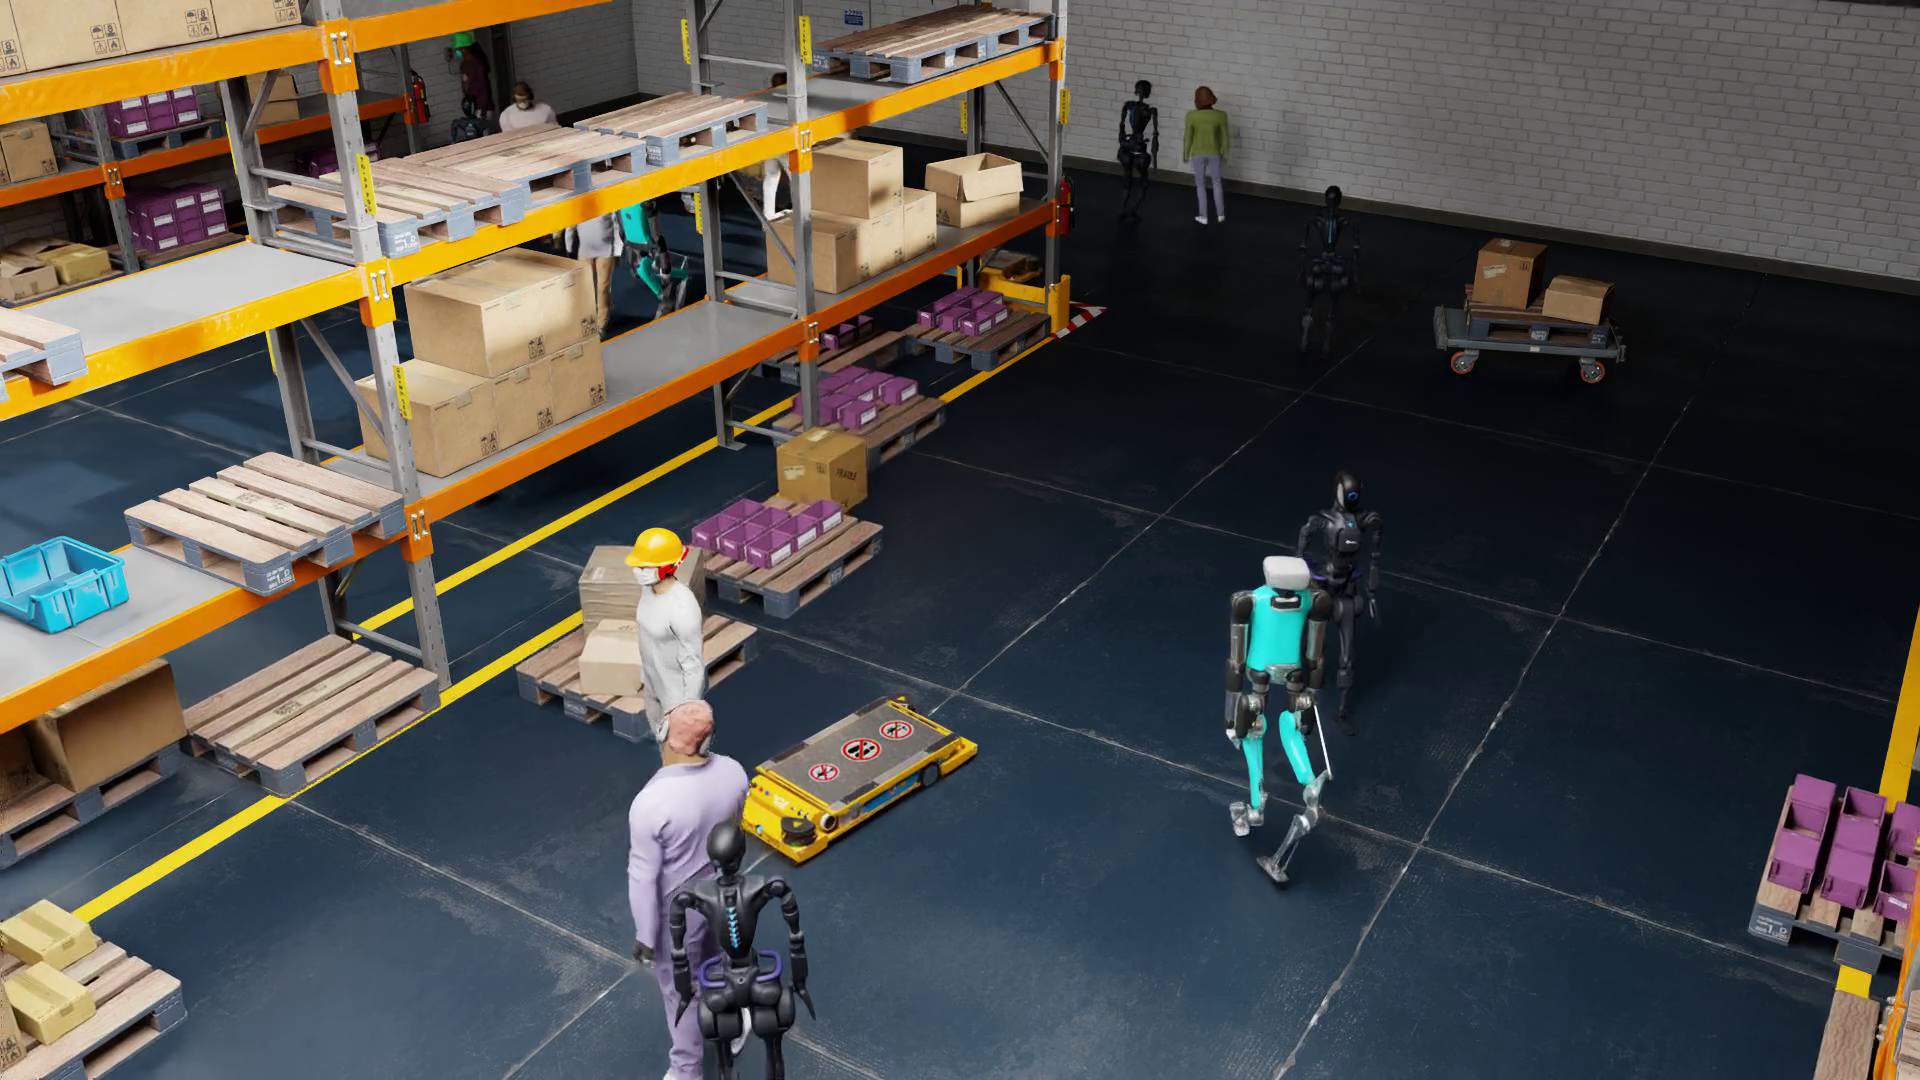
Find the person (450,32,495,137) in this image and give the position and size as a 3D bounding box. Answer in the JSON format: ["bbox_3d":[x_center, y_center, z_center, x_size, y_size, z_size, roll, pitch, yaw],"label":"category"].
[{"bbox_3d":[-6.151,-5.480,21.164,0.539,1.926,0.474,23,35,38],"label":"person"}]

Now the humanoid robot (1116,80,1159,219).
[{"bbox_3d":[2.099,-4.617,19.733,0.609,1.653,0.309,23,35,38],"label":"humanoid robot"}]

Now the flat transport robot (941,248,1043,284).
[{"bbox_3d":[0.122,-3.011,18.130,1.431,0.231,0.659,16,31,28],"label":"flat transport robot"}]

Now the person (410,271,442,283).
[{"bbox_3d":[-4.038,-1.298,13.011,0.318,1.845,0.525,-2,27,-4],"label":"person"}]

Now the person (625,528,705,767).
[{"bbox_3d":[-1.538,0.789,8.849,0.354,1.896,0.562,-18,32,-32],"label":"person"}]

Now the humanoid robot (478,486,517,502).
[{"bbox_3d":[-3.721,-1.026,12.636,0.535,1.840,0.701,13,30,23],"label":"humanoid robot"}]

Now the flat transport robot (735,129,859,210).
[{"bbox_3d":[-2.037,-4.262,20.595,0.659,0.231,1.431,-21,34,-35],"label":"flat transport robot"}]

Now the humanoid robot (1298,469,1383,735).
[{"bbox_3d":[2.247,0.313,10.081,0.607,1.639,0.771,-6,28,-12],"label":"humanoid robot"}]

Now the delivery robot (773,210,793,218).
[{"bbox_3d":[-1.722,-3.503,18.787,0.775,0.596,0.499,13,30,24],"label":"delivery robot"}]

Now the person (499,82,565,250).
[{"bbox_3d":[-4.769,-4.198,18.688,0.678,1.884,0.825,-4,27,-7],"label":"person"}]

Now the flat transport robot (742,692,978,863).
[{"bbox_3d":[-0.618,1.334,9.569,0.659,0.231,1.431,23,35,37],"label":"flat transport robot"}]

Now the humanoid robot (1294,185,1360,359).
[{"bbox_3d":[3.450,-2.507,15.573,0.608,1.646,0.345,5,27,9],"label":"humanoid robot"}]

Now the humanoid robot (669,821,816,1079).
[{"bbox_3d":[-0.902,1.893,6.933,0.595,1.650,0.347,-4,27,-8],"label":"humanoid robot"}]

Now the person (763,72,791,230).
[{"bbox_3d":[-1.999,-4.585,19.533,0.635,1.797,0.910,20,33,34],"label":"person"}]

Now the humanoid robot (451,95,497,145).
[{"bbox_3d":[-5.537,-4.317,19.167,0.613,1.641,0.547,0,27,0],"label":"humanoid robot"}]

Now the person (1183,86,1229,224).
[{"bbox_3d":[2.904,-4.550,19.678,0.535,1.610,0.325,-1,27,-2],"label":"person"}]

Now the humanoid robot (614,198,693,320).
[{"bbox_3d":[-2.855,-2.679,15.889,0.537,1.741,0.966,17,31,30],"label":"humanoid robot"}]

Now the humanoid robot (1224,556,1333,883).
[{"bbox_3d":[1.675,1.005,8.588,0.558,1.752,0.907,-4,27,-7],"label":"humanoid robot"}]

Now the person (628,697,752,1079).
[{"bbox_3d":[-1.237,1.598,7.298,0.396,1.863,0.764,16,31,29],"label":"person"}]

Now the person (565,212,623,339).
[{"bbox_3d":[-3.536,-2.830,16.171,0.593,1.715,0.460,4,27,8],"label":"person"}]
